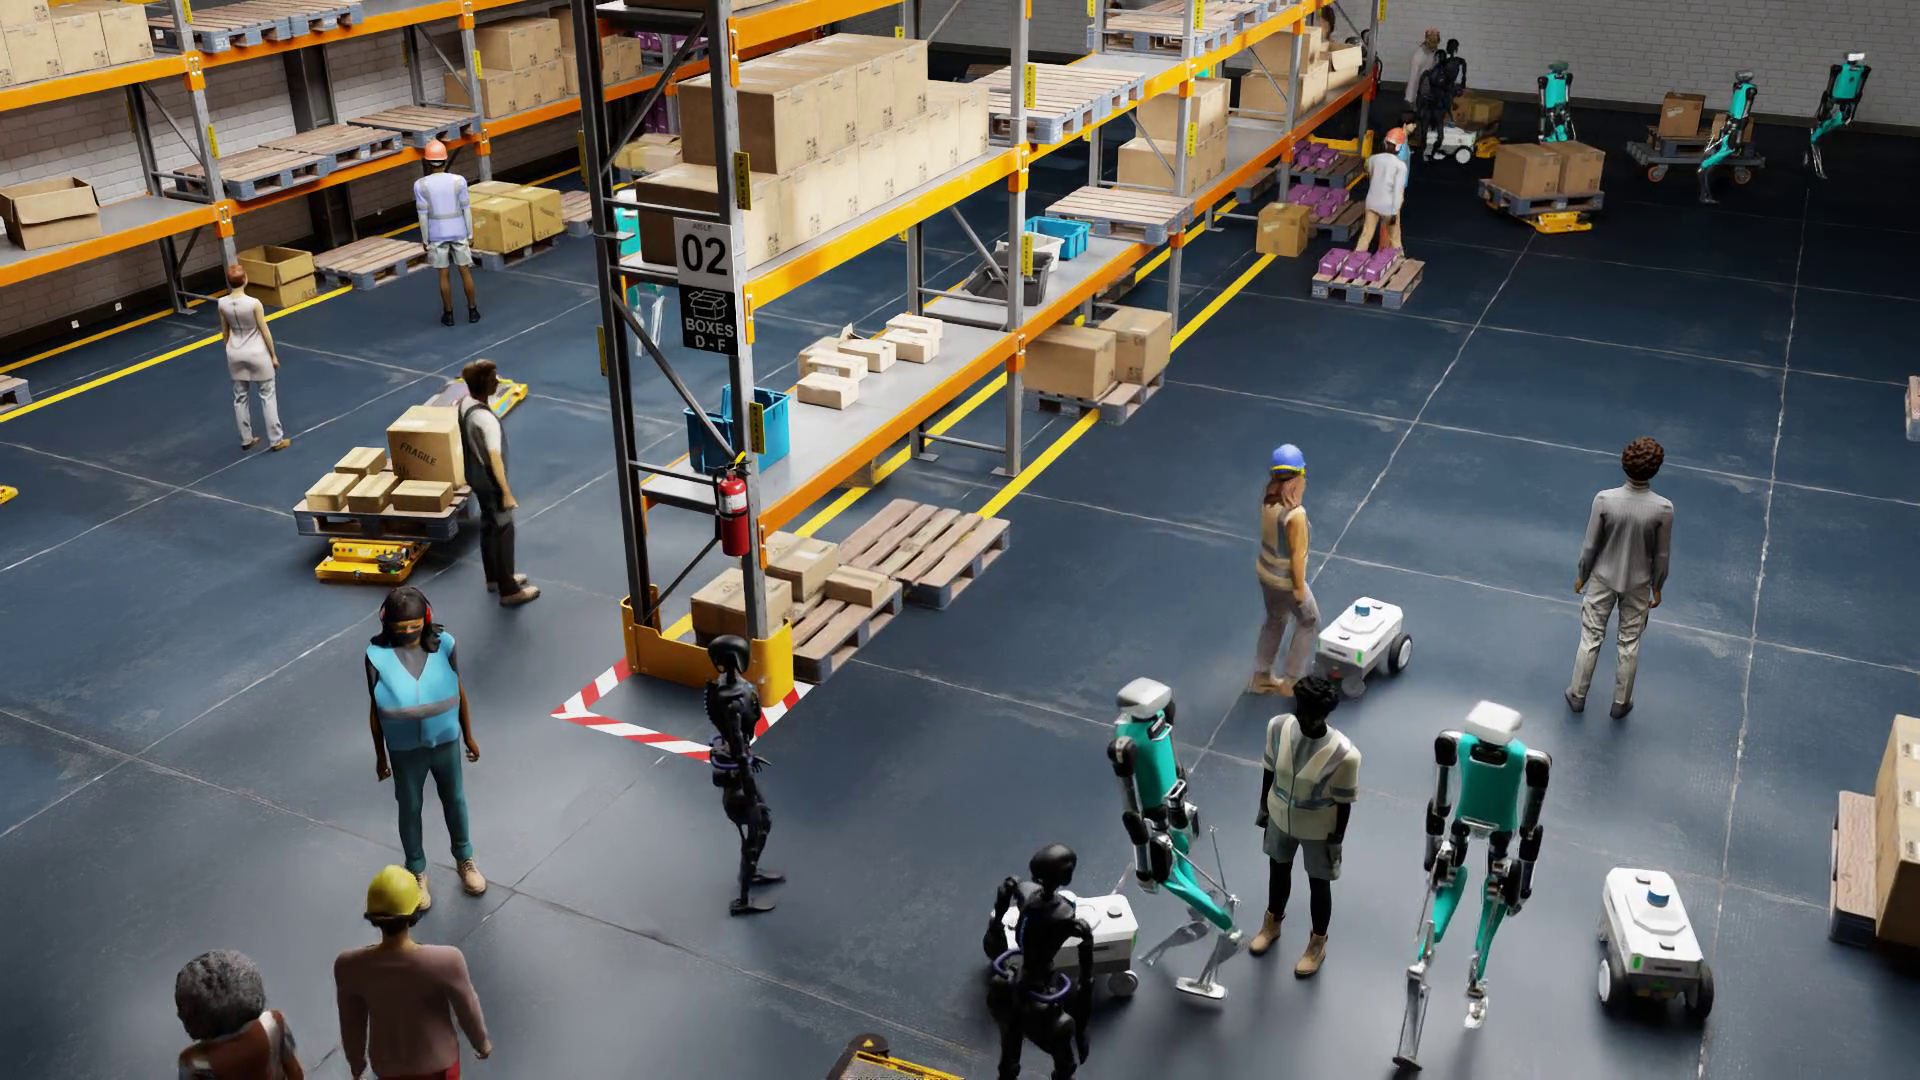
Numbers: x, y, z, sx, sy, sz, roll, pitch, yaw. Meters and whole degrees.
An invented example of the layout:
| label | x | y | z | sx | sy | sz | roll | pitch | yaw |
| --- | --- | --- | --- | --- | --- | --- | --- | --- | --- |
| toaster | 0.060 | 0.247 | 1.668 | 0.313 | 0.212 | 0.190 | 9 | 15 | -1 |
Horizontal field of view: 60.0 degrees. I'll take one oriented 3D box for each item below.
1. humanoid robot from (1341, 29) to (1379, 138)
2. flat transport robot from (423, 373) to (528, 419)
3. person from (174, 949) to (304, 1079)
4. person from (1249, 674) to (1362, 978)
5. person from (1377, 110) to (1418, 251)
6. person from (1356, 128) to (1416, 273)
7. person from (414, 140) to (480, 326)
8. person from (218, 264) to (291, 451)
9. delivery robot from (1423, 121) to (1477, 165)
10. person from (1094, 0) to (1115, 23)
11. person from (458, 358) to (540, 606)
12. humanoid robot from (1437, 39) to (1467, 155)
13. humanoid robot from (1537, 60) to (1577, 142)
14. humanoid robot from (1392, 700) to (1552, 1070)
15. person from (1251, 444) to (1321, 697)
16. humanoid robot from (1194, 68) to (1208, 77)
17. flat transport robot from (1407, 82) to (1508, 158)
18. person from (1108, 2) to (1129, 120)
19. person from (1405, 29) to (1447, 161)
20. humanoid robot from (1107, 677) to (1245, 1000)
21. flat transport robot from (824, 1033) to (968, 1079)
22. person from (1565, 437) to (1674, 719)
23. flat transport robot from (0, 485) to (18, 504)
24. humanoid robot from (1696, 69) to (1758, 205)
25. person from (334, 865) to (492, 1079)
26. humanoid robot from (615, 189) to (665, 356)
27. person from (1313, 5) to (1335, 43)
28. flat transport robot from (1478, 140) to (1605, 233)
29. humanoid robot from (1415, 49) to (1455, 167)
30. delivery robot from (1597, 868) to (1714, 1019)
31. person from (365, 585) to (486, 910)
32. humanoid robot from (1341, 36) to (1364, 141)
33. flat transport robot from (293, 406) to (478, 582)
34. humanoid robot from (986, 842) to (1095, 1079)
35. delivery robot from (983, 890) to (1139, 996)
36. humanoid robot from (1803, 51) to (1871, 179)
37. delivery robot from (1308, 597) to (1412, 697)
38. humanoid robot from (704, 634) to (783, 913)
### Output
| label | x | y | z | sx | sy | sz | roll | pitch | yaw |
| --- | --- | --- | --- | --- | --- | --- | --- | --- | --- |
| humanoid robot | 6.143 | -6.922 | 25.189 | 0.545 | 1.623 | 0.608 | -14 | 30 | -26 |
| flat transport robot | -4.501 | -1.179 | 15.159 | 0.659 | 0.231 | 1.431 | 3 | 26 | 6 |
| person | -2.758 | 2.315 | 6.538 | 0.438 | 1.651 | 0.828 | -16 | 31 | -29 |
| person | 1.719 | 1.408 | 8.326 | 0.532 | 1.693 | 0.320 | 22 | 34 | 37 |
| person | 5.122 | -4.161 | 19.507 | 0.329 | 1.758 | 0.502 | 3 | 26 | 6 |
| person | 4.848 | -3.816 | 18.865 | 0.889 | 1.698 | 0.555 | -20 | 32 | -34 |
| person | -5.349 | -3.193 | 17.348 | 0.542 | 1.939 | 0.357 | -10 | 28 | -20 |
| person | -6.140 | -1.567 | 14.386 | 0.435 | 1.651 | 0.290 | 2 | 26 | 5 |
| delivery robot | 7.111 | -5.739 | 24.070 | 0.811 | 0.613 | 0.499 | 11 | 28 | 20 |
| person | 2.518 | -8.945 | 28.973 | 0.409 | 1.931 | 0.531 | -5 | 27 | -9 |
| person | -3.322 | -0.414 | 11.841 | 0.367 | 1.843 | 0.512 | -16 | 31 | -29 |
| humanoid robot | 7.126 | -6.440 | 24.216 | 0.610 | 1.642 | 0.380 | -10 | 28 | -19 |
| humanoid robot | 7.997 | -5.416 | 22.096 | 0.553 | 1.799 | 0.746 | -11 | 29 | -22 |
| humanoid robot | 2.313 | 1.708 | 7.737 | 0.561 | 1.809 | 0.908 | 15 | 30 | 28 |
| person | 2.147 | 0.215 | 10.658 | 0.506 | 1.741 | 0.487 | -8 | 28 | -16 |
| humanoid robot | 3.275 | -6.160 | 23.621 | 0.544 | 1.818 | 0.906 | 22 | 34 | 37 |
| flat transport robot | 7.365 | -5.933 | 24.763 | 1.431 | 0.231 | 0.659 | 21 | 33 | 36 |
| person | 2.445 | -7.581 | 26.359 | 0.505 | 1.816 | 0.433 | -4 | 27 | -7 |
| person | 6.708 | -6.409 | 23.945 | 0.935 | 1.842 | 0.618 | 17 | 31 | 30 |
| humanoid robot | 1.143 | 1.550 | 8.041 | 0.912 | 1.764 | 0.555 | 15 | 30 | 27 |
| flat transport robot | -0.450 | 2.751 | 7.222 | 0.659 | 0.231 | 1.431 | 10 | 28 | 19 |
| person | 4.144 | 0.255 | 10.428 | 0.528 | 1.899 | 0.396 | 10 | 28 | 19 |
| flat transport robot | -8.319 | -0.198 | 13.179 | 0.659 | 0.231 | 1.431 | 10 | 28 | 19 |
| humanoid robot | 9.839 | -5.133 | 21.623 | 0.722 | 1.911 | 0.550 | 1 | 26 | 2 |
| person | -2.230 | 2.090 | 6.881 | 0.543 | 1.746 | 0.516 | 0 | 26 | 0 |
| humanoid robot | -3.136 | -2.615 | 16.513 | 0.540 | 1.874 | 0.752 | 2 | 26 | 5 |
| person | 5.594 | -7.594 | 26.325 | 0.607 | 1.855 | 0.582 | 6 | 27 | 12 |
| flat transport robot | 7.400 | -4.218 | 21.298 | 0.659 | 0.231 | 1.431 | -6 | 27 | -12 |
| humanoid robot | 6.700 | -6.118 | 23.549 | 0.601 | 1.638 | 0.369 | -5 | 27 | -10 |
| delivery robot | 3.480 | 2.018 | 8.394 | 0.499 | 0.607 | 0.808 | 4 | 27 | 7 |
| person | -2.835 | 1.078 | 8.796 | 0.528 | 1.871 | 0.389 | -12 | 29 | -24 |
| humanoid robot | 5.792 | -6.580 | 24.497 | 0.344 | 1.650 | 0.614 | 2 | 26 | 4 |
| flat transport robot | -4.387 | -0.083 | 12.945 | 0.659 | 0.231 | 1.431 | 3 | 26 | 6 |
| humanoid robot | 0.325 | 1.981 | 7.221 | 0.611 | 1.654 | 0.564 | 20 | 33 | 35 |
| delivery robot | 0.516 | 2.024 | 8.351 | 0.774 | 0.581 | 0.499 | -5 | 27 | -9 |
| humanoid robot | 12.110 | -5.991 | 23.254 | 0.549 | 1.774 | 0.938 | -1 | 26 | -2 |
| delivery robot | 2.675 | 0.678 | 11.107 | 0.499 | 0.612 | 0.784 | 18 | 32 | 32 |
| humanoid robot | -1.134 | 1.227 | 8.701 | 0.342 | 1.650 | 0.583 | -5 | 27 | -11 |
